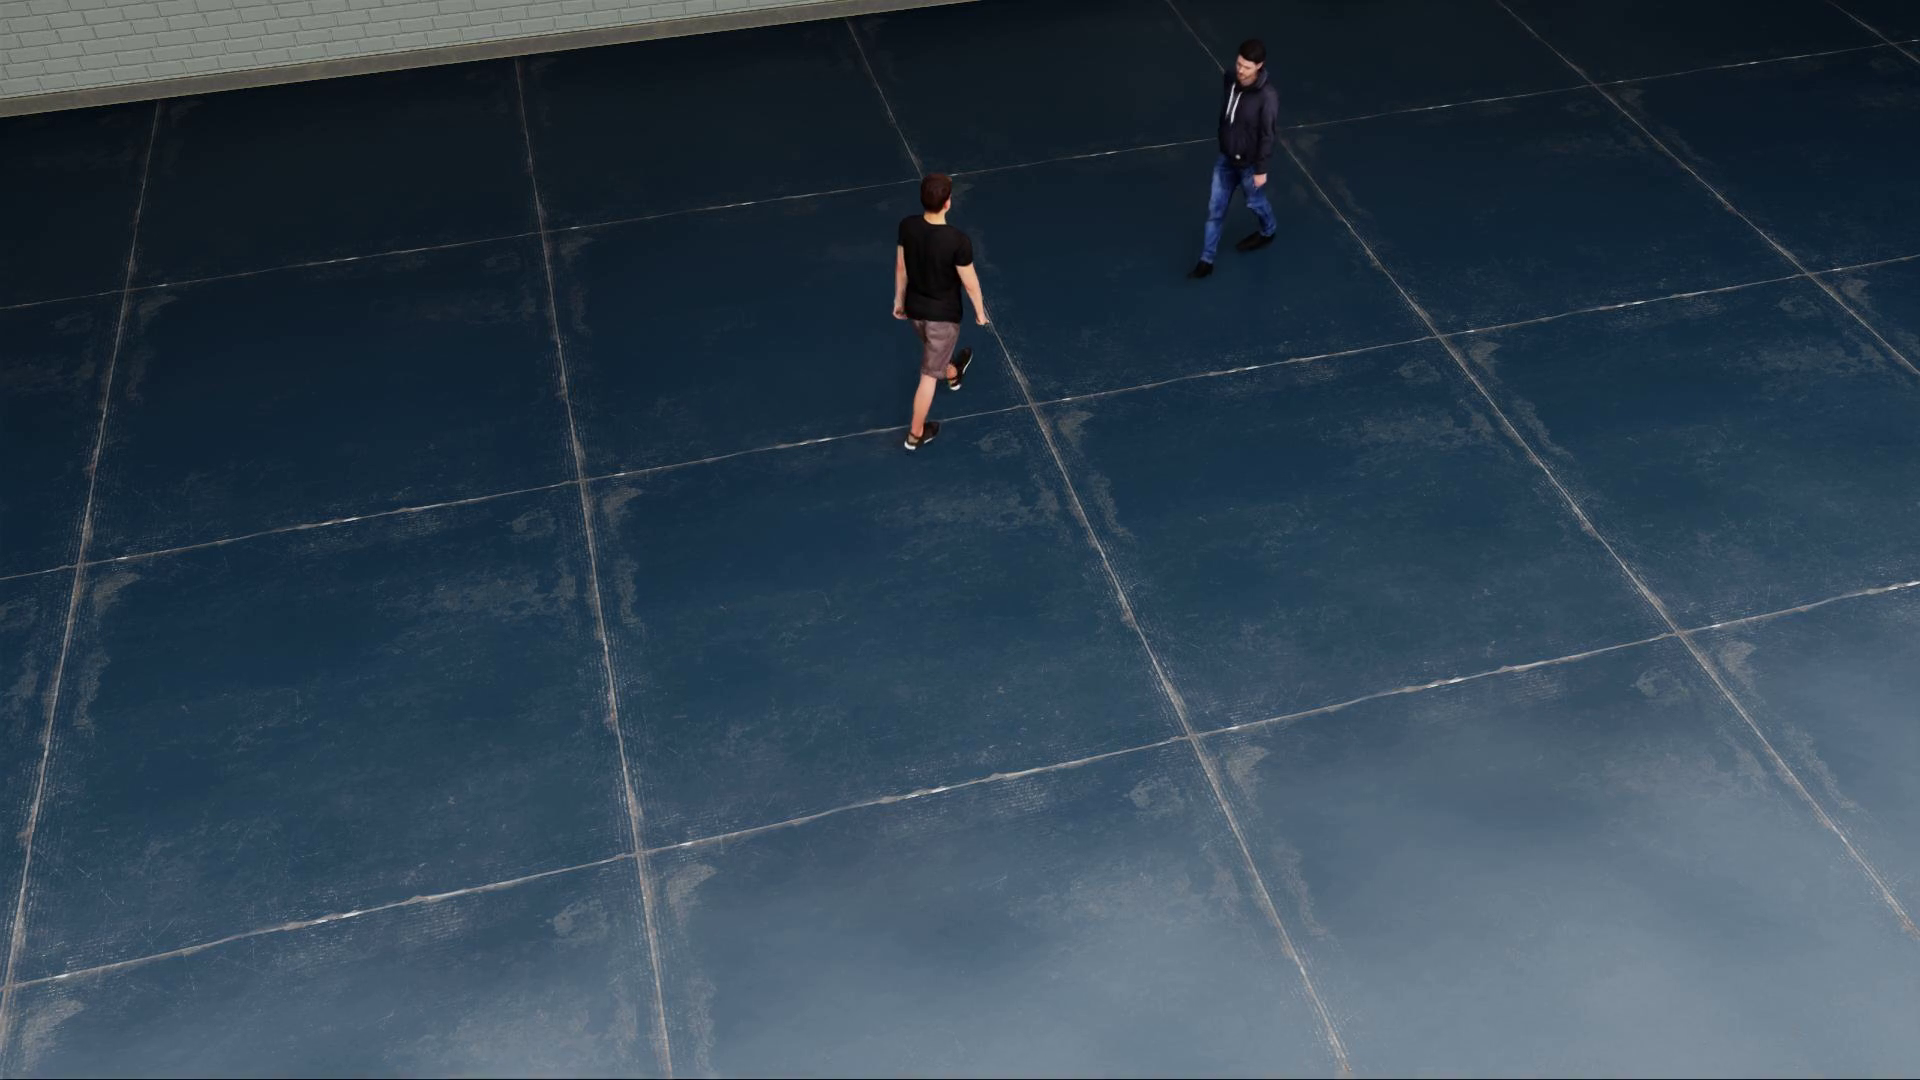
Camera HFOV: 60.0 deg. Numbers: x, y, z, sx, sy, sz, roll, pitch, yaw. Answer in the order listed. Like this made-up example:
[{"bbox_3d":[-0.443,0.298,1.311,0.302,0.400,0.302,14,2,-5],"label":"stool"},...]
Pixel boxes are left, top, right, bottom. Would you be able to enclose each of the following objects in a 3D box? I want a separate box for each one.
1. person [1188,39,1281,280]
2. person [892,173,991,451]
[{"bbox_3d":[2.069,-2.741,11.785,1.070,1.824,1.221,-23,48,-23],"label":"person"},{"bbox_3d":[-0.214,-1.373,10.328,1.213,1.814,1.263,22,47,22],"label":"person"}]
